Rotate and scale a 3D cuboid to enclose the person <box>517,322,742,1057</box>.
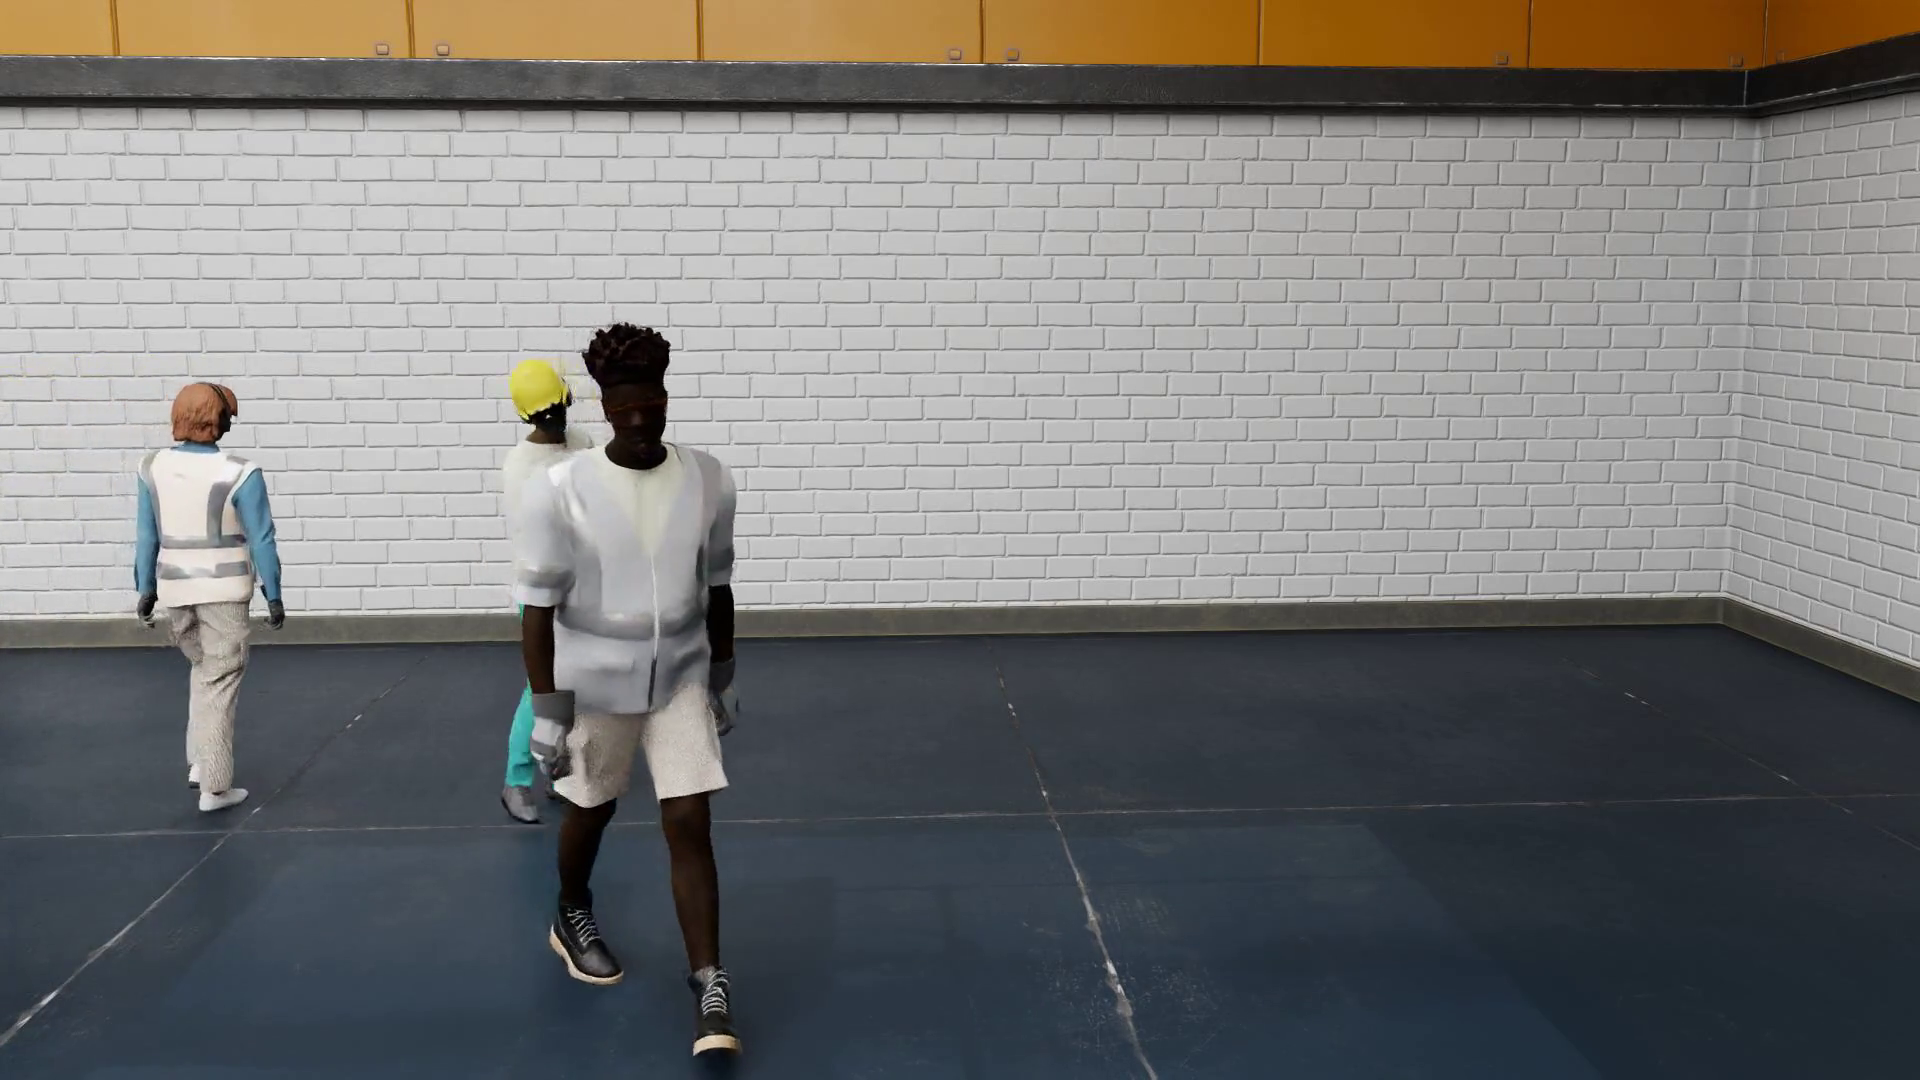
[{"bbox_3d":[-0.866,0.373,4.457,0.655,1.903,1.031,-5,10,-28],"label":"person"}]

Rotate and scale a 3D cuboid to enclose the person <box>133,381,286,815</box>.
[{"bbox_3d":[-2.811,0.212,6.307,0.549,1.621,0.472,2,9,12],"label":"person"}]

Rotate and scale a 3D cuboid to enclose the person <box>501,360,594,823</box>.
[{"bbox_3d":[-1.547,0.181,6.263,0.347,1.721,0.601,2,9,15],"label":"person"}]
